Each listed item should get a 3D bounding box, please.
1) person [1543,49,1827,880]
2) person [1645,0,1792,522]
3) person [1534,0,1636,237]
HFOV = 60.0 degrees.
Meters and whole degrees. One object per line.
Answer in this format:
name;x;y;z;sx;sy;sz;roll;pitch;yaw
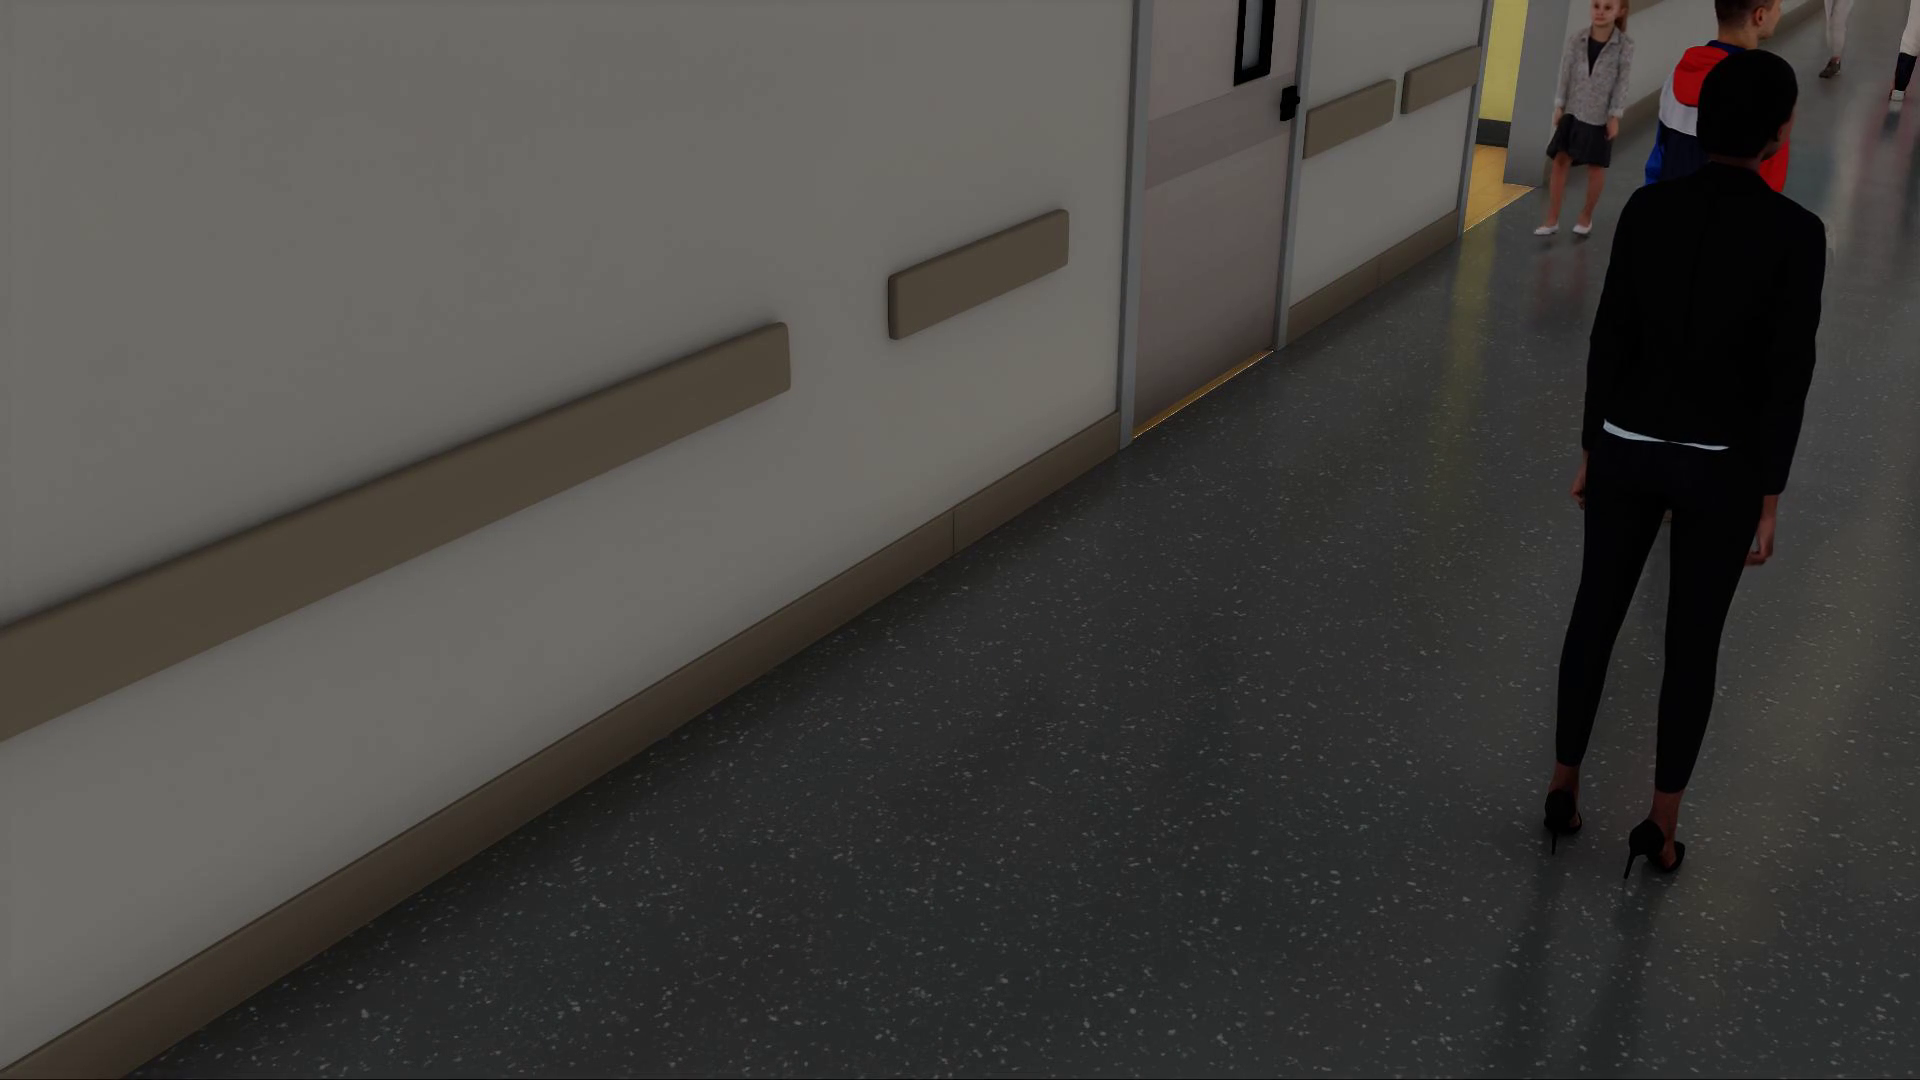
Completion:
person;1.513;-0.105;3.541;0.504;1.834;0.682;23;34;39
person;2.371;-0.929;5.338;0.778;1.756;0.663;-11;28;-22
person;3.248;-2.192;8.525;0.599;1.257;0.586;17;30;31
